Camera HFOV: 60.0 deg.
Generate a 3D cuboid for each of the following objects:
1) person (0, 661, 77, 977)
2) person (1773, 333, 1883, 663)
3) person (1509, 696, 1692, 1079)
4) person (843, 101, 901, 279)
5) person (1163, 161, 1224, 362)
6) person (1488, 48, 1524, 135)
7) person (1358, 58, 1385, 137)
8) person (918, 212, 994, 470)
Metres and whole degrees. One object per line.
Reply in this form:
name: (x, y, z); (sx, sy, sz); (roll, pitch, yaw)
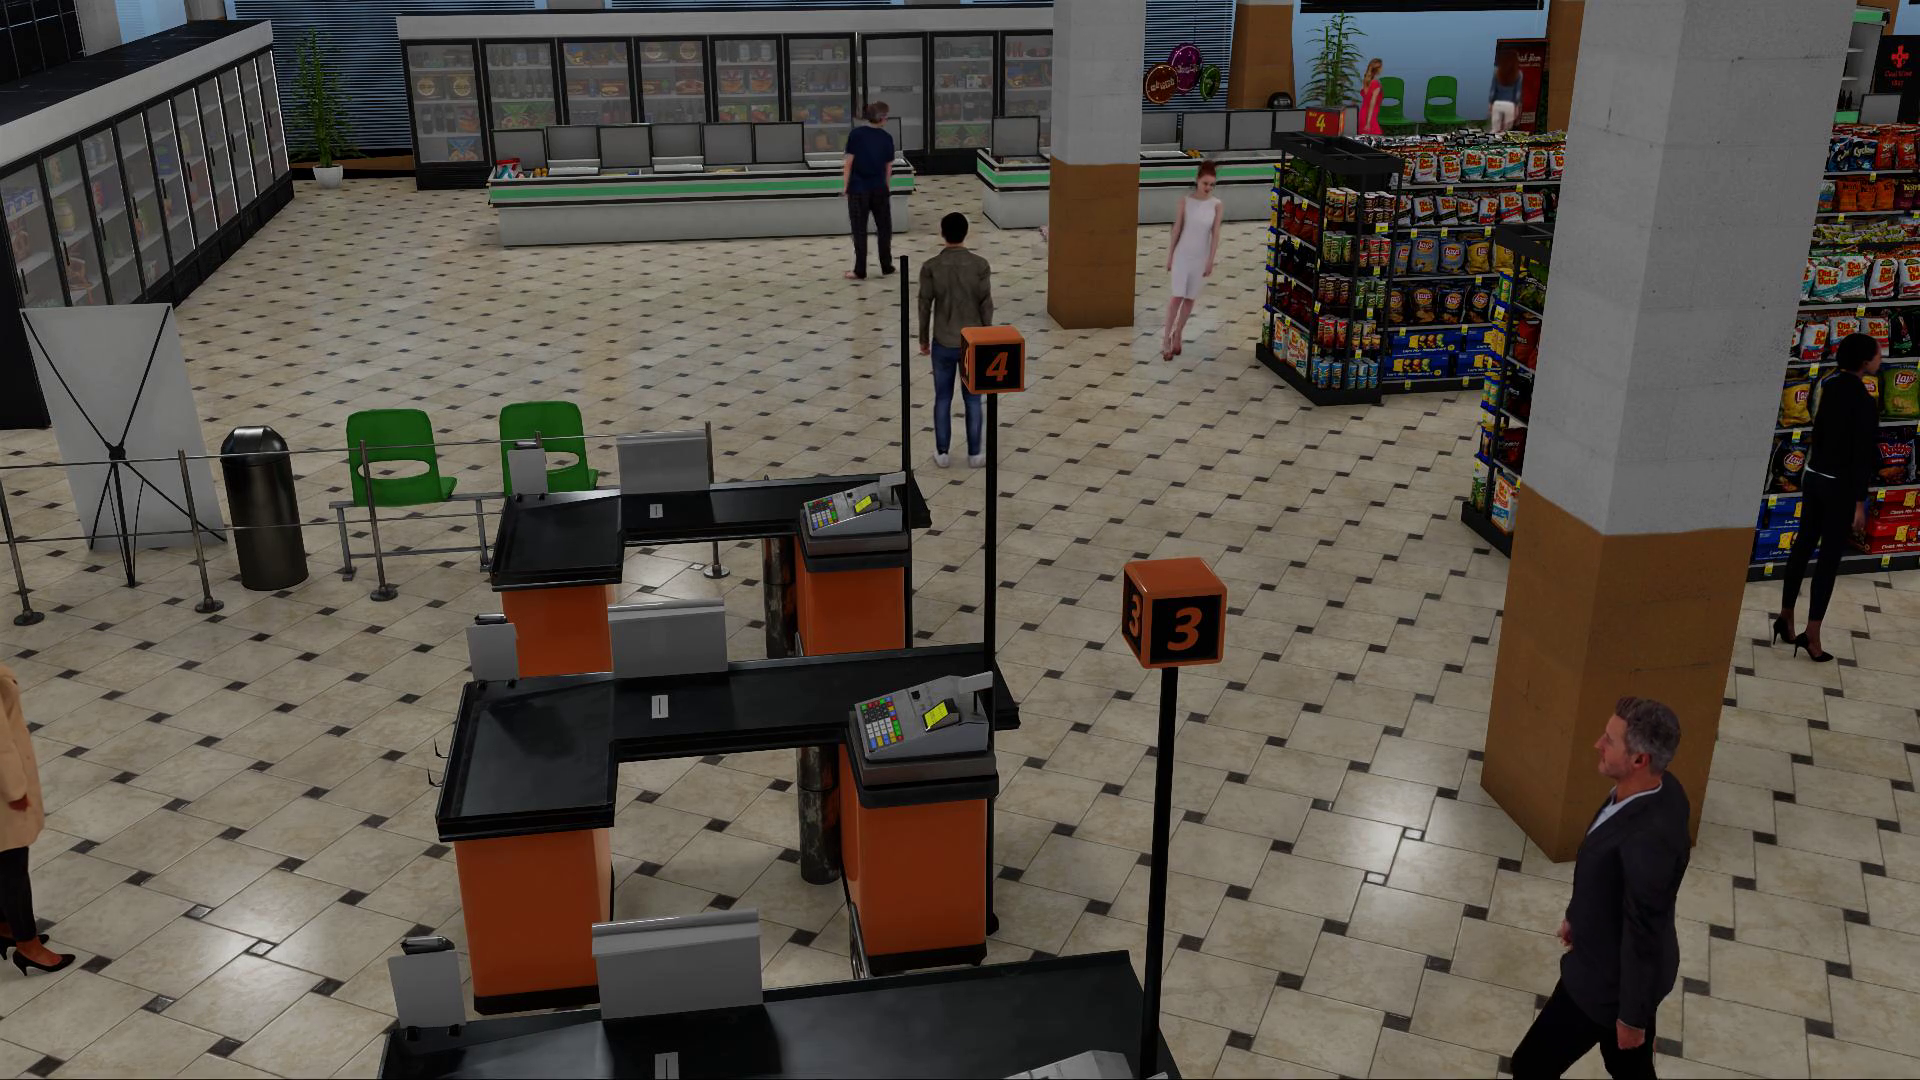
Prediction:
person: (-3.743, 0.908, 6.419); (0.717, 1.681, 0.735); (20, 29, 40)
person: (4.740, -0.234, 9.056); (0.534, 1.834, 0.613); (-2, 22, -4)
person: (2.110, 1.349, 5.145); (1.191, 1.814, 1.088); (10, 24, 22)
person: (-1.002, -3.705, 17.682); (0.596, 1.845, 0.873); (-14, 26, -31)
person: (2.066, -2.459, 14.693); (0.771, 1.760, 0.778); (3, 22, 7)
person: (7.979, -6.339, 24.479); (1.062, 1.664, 1.055); (11, 24, 25)
person: (5.547, -5.767, 23.030); (1.057, 1.683, 0.693); (-7, 23, -16)
person: (-0.023, -1.417, 11.963); (0.574, 1.863, 0.788); (-1, 22, -2)
